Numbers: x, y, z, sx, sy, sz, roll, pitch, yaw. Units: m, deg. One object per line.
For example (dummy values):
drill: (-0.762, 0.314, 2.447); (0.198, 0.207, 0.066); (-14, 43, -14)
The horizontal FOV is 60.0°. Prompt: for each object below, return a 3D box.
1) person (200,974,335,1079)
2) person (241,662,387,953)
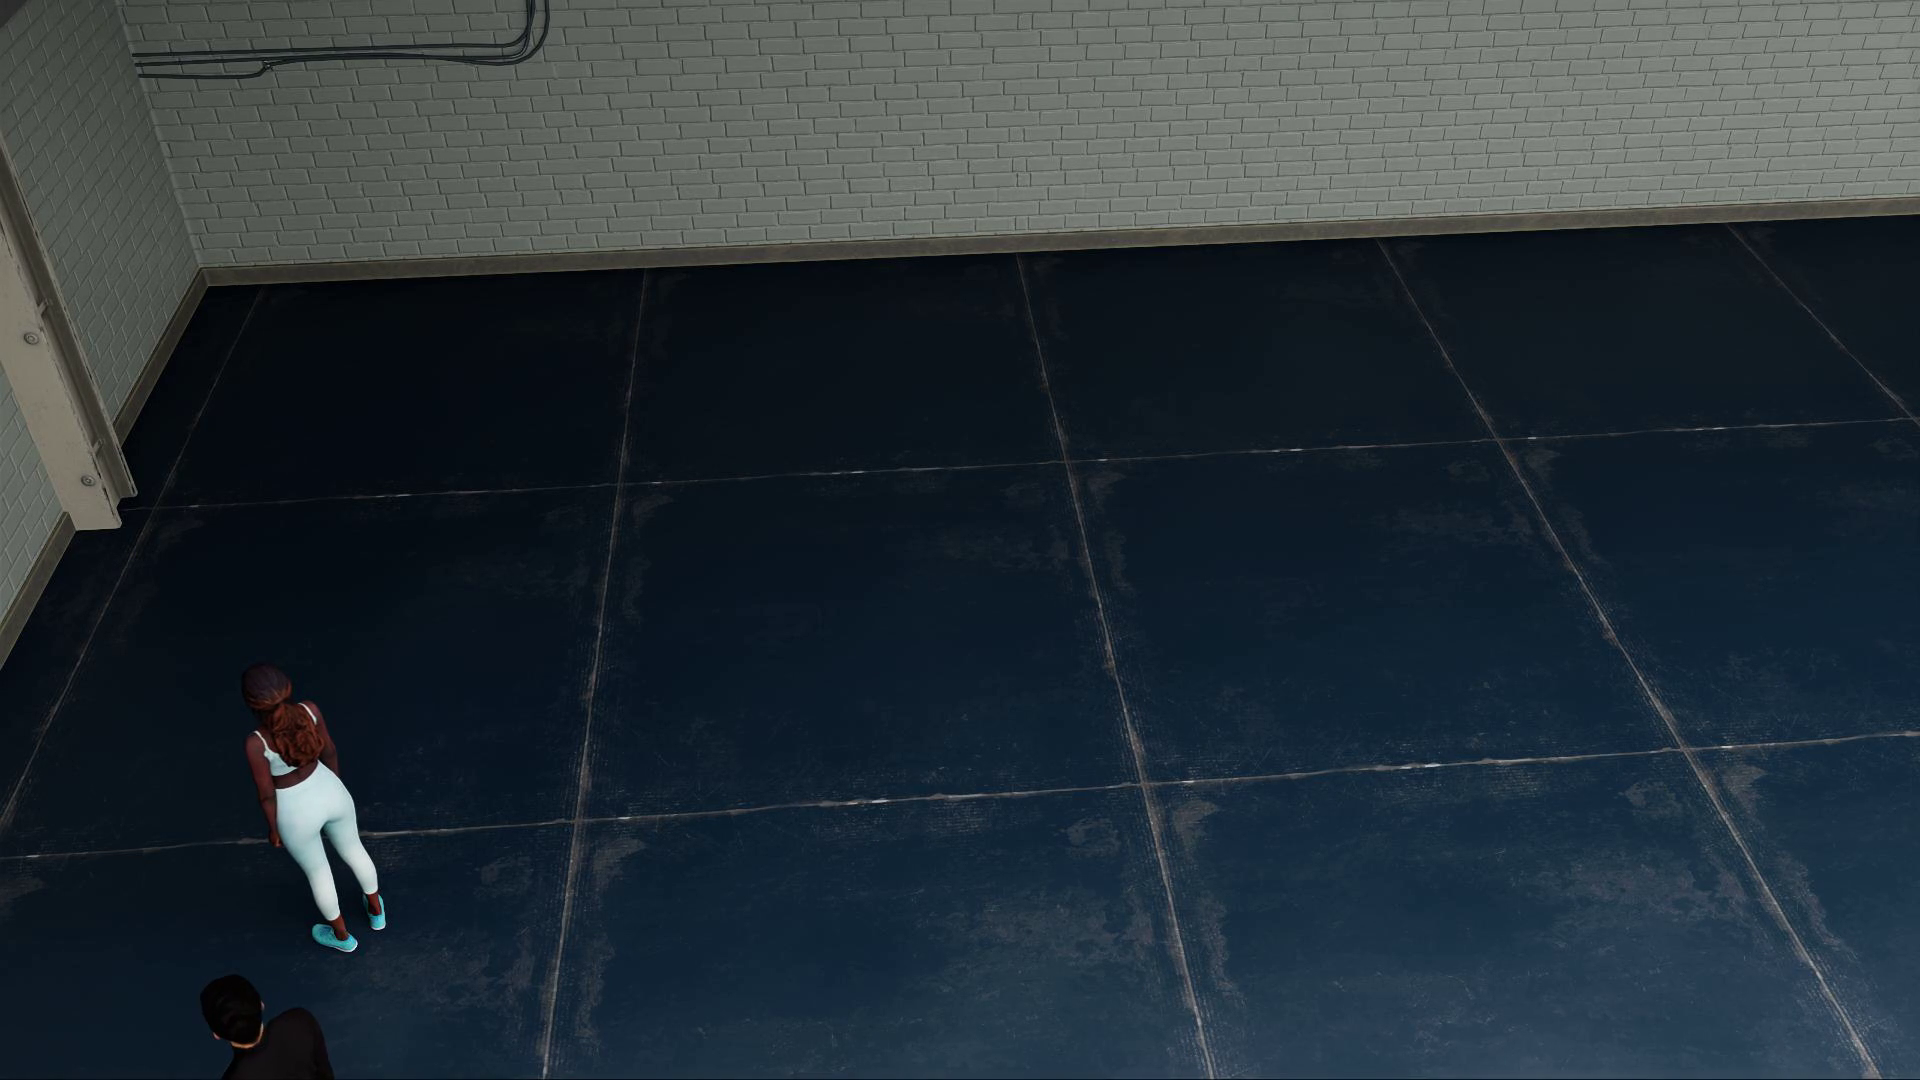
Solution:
person: (-2.519, 2.243, 6.317); (0.782, 1.723, 0.637); (12, 40, 15)
person: (-2.971, 1.229, 7.612); (0.713, 1.724, 0.649); (26, 45, 29)
